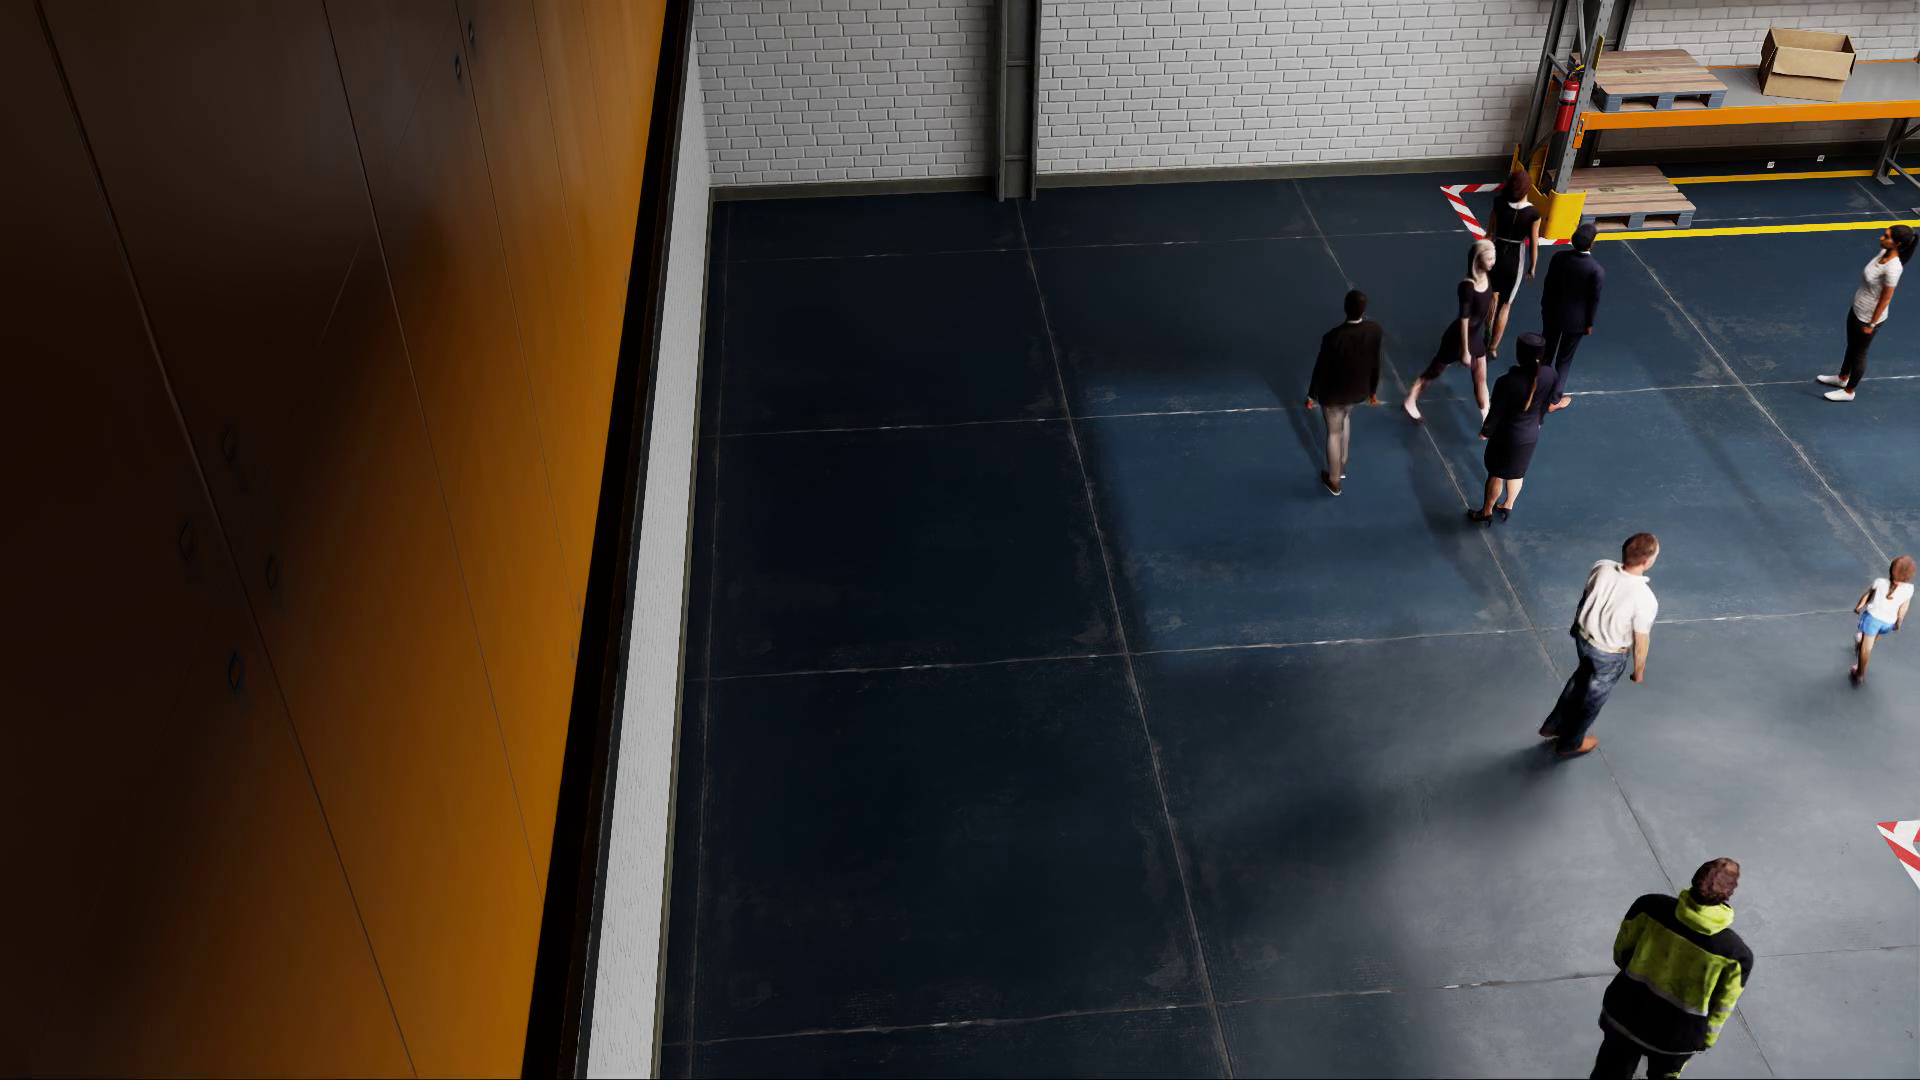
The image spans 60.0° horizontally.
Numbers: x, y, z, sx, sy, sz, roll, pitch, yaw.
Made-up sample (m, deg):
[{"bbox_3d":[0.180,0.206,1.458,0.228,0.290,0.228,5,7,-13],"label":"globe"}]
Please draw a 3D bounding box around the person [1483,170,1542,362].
[{"bbox_3d":[4.701,-2.336,14.471,0.754,1.783,0.838,23,44,26],"label":"person"}]

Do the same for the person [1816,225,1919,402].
[{"bbox_3d":[7.702,-1.931,14.072,0.623,1.646,0.630,9,39,11],"label":"person"}]

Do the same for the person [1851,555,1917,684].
[{"bbox_3d":[6.350,0.555,11.482,0.707,0.994,0.651,11,40,14],"label":"person"}]

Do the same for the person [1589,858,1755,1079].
[{"bbox_3d":[3.509,2.402,8.412,1.222,1.939,1.274,27,46,30],"label":"person"}]

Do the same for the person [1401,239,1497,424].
[{"bbox_3d":[4.001,-1.639,13.602,1.196,1.778,1.112,25,45,28],"label":"person"}]

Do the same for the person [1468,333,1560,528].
[{"bbox_3d":[4.207,-0.816,12.660,0.651,1.667,0.813,-12,40,-15],"label":"person"}]

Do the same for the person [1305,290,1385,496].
[{"bbox_3d":[3.027,-1.100,12.917,0.657,1.790,0.823,-12,40,-14],"label":"person"}]

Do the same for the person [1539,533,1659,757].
[{"bbox_3d":[4.016,0.711,10.604,0.782,1.845,0.784,-16,41,-19],"label":"person"}]

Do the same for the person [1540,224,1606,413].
[{"bbox_3d":[5.065,-1.862,13.920,0.702,1.729,0.753,30,47,32],"label":"person"}]
